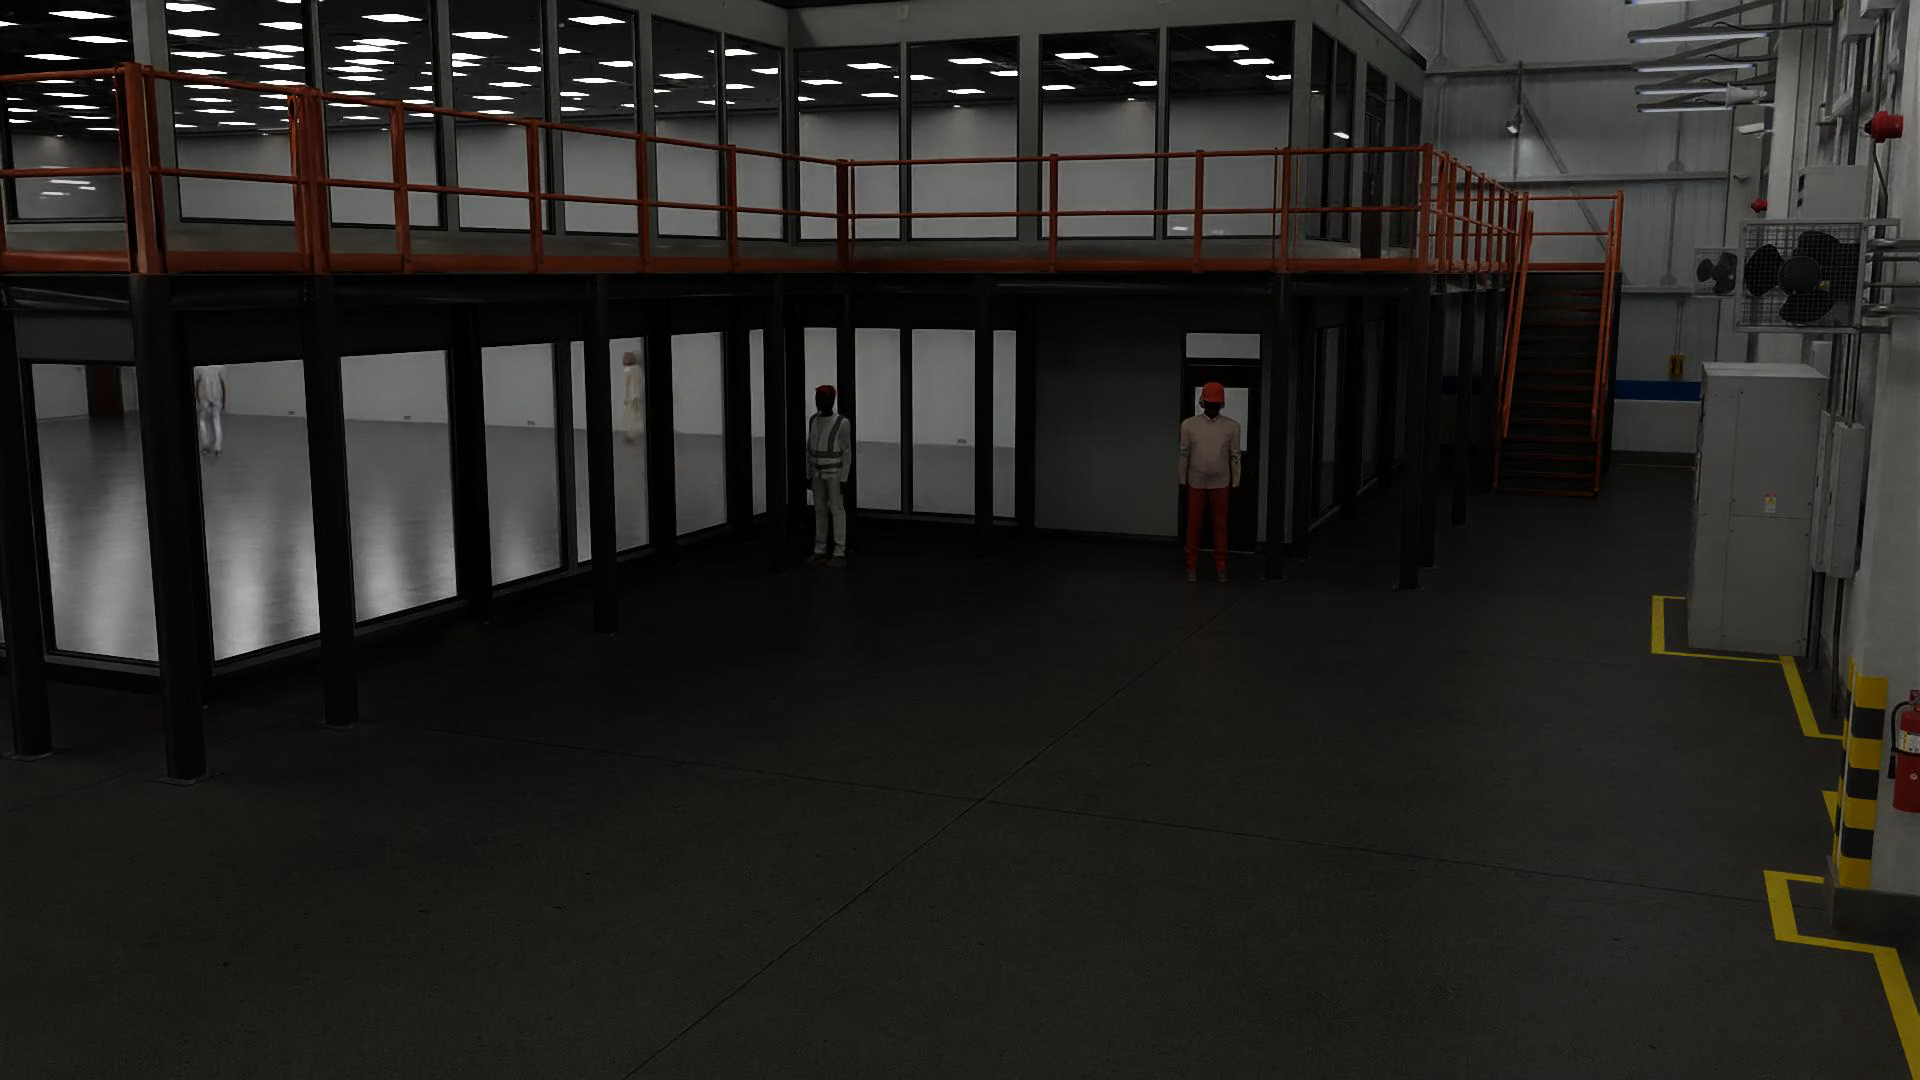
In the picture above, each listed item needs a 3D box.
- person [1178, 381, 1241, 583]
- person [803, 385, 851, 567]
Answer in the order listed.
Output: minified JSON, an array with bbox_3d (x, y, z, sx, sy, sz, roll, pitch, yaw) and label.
[{"bbox_3d":[2.441,-0.559,16.278,0.612,1.986,0.406,1,9,6],"label":"person"},{"bbox_3d":[-1.378,-0.662,17.221,0.574,1.883,0.355,7,12,38],"label":"person"}]
